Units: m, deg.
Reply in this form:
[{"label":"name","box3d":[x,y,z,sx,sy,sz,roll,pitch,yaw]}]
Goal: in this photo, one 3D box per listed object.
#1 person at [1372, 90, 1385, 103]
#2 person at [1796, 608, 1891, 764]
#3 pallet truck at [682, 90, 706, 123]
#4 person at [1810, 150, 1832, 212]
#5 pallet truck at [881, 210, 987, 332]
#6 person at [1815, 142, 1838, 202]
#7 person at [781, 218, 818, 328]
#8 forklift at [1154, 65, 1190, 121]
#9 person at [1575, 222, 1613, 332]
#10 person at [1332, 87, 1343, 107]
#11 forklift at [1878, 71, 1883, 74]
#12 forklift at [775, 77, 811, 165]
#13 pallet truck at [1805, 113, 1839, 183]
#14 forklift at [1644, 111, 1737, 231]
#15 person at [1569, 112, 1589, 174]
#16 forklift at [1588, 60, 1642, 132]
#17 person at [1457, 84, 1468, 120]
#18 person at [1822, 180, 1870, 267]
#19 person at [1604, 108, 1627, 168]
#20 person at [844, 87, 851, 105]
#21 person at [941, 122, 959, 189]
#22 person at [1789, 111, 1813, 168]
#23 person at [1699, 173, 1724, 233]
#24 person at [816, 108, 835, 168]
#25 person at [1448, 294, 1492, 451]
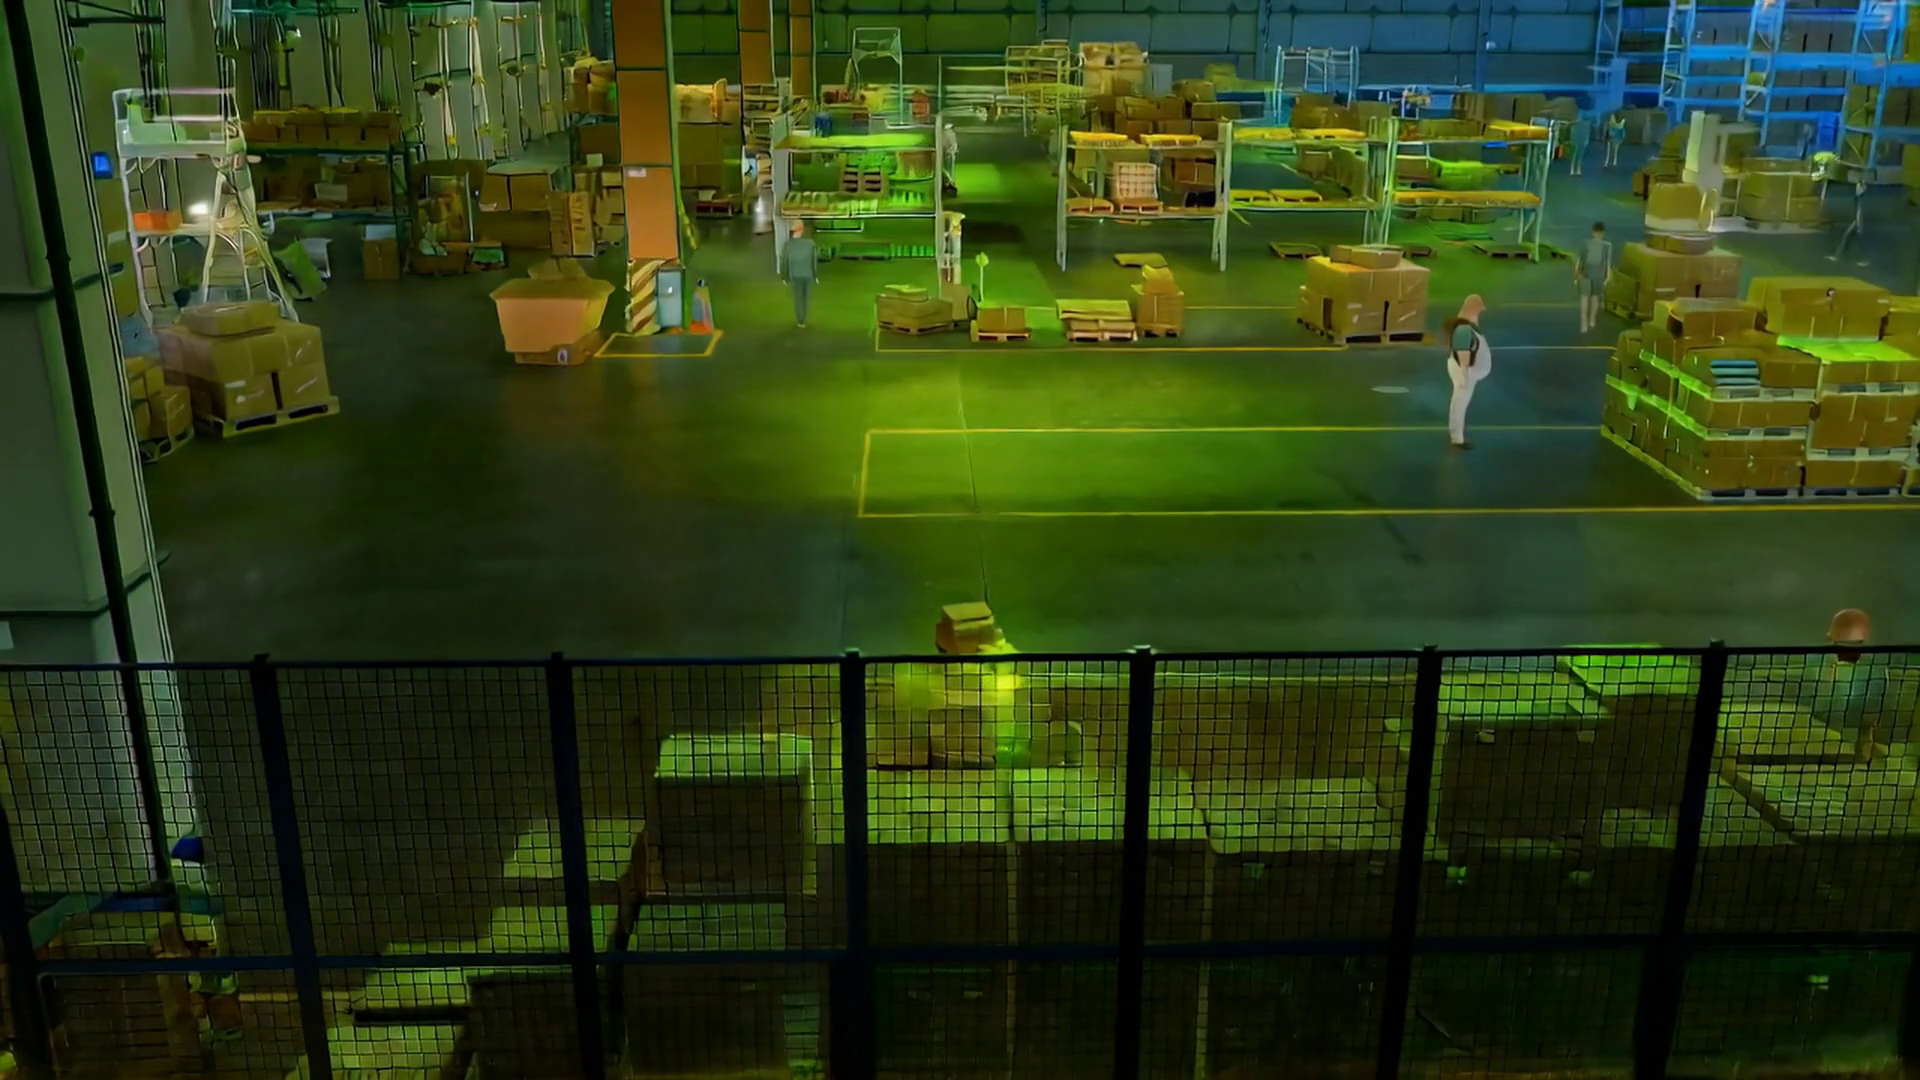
[{"label":"person","box3d":[15.654,-15.917,62.488,0.632,1.975,0.759,-6,20,-17]},{"label":"person","box3d":[5.903,1.371,11.256,0.547,1.938,0.379,18,25,42]},{"label":"pallet truck","box3d":[-9.671,-15.907,62.421,0.823,1.965,1.885,5,19,15]},{"label":"person","box3d":[22.781,-9.532,44.120,0.530,1.604,0.831,5,19,15]},{"label":"pallet truck","box3d":[-0.493,-4.759,29.349,1.885,1.965,0.823,-13,23,-34]},{"label":"person","box3d":[23.754,-10.093,45.676,0.527,1.668,0.811,9,21,24]},{"label":"person","box3d":[-2.884,-4.742,29.461,0.622,1.885,0.902,-8,20,-21]},{"label":"forklift","box3d":[7.665,-16.455,62.686,1.873,2.768,1.129,11,22,30]},{"label":"person","box3d":[11.065,-4.617,29.106,0.569,1.879,1.010,8,20,22]},{"label":"person","box3d":[14.740,-16.750,65.074,0.639,1.910,0.460,-16,24,-39]},{"label":"forklift","box3d":[32.119,-15.186,58.920,1.129,2.768,1.873,-1,19,-1]},{"label":"forklift","box3d":[-5.920,-13.893,55.085,1.873,2.768,1.129,-1,19,-1]},{"label":"pallet truck","box3d":[26.403,-11.957,50.702,0.823,1.965,1.885,6,19,16]},{"label":"forklift","box3d":[18.028,-9.040,40.688,1.873,2.768,1.129,-1,19,-2]},{"label":"person","box3d":[19.533,-12.526,52.493,0.377,1.933,0.627,-12,22,-33]},{"label":"forklift","box3d":[26.095,-17.629,66.170,1.873,2.768,1.129,-1,19,-2]},{"label":"person","box3d":[20.055,-17.199,66.359,0.373,1.929,0.542,-10,21,-27]},{"label":"person","box3d":[19.199,-6.799,35.693,0.510,1.816,0.994,-15,24,-37]},{"label":"person","box3d":[21.377,-13.118,54.278,0.590,1.913,0.399,6,20,17]},{"label":"person","box3d":[-4.611,-17.685,68.160,0.318,1.697,0.535,-7,20,-19]},{"label":"person","box3d":[-0.304,-11.270,48.757,0.629,1.940,0.372,-16,24,-39]},{"label":"person","box3d":[27.476,-13.045,54.197,0.516,1.828,0.630,3,19,8]},{"label":"person","box3d":[16.131,-6.907,35.805,0.391,1.948,0.605,3,19,8]},{"label":"person","box3d":[-4.405,-13.210,54.563,0.620,1.905,0.650,2,19,5]},{"label":"person","box3d":[6.636,-2.197,21.681,0.537,2.000,0.682,5,19,14]}]
